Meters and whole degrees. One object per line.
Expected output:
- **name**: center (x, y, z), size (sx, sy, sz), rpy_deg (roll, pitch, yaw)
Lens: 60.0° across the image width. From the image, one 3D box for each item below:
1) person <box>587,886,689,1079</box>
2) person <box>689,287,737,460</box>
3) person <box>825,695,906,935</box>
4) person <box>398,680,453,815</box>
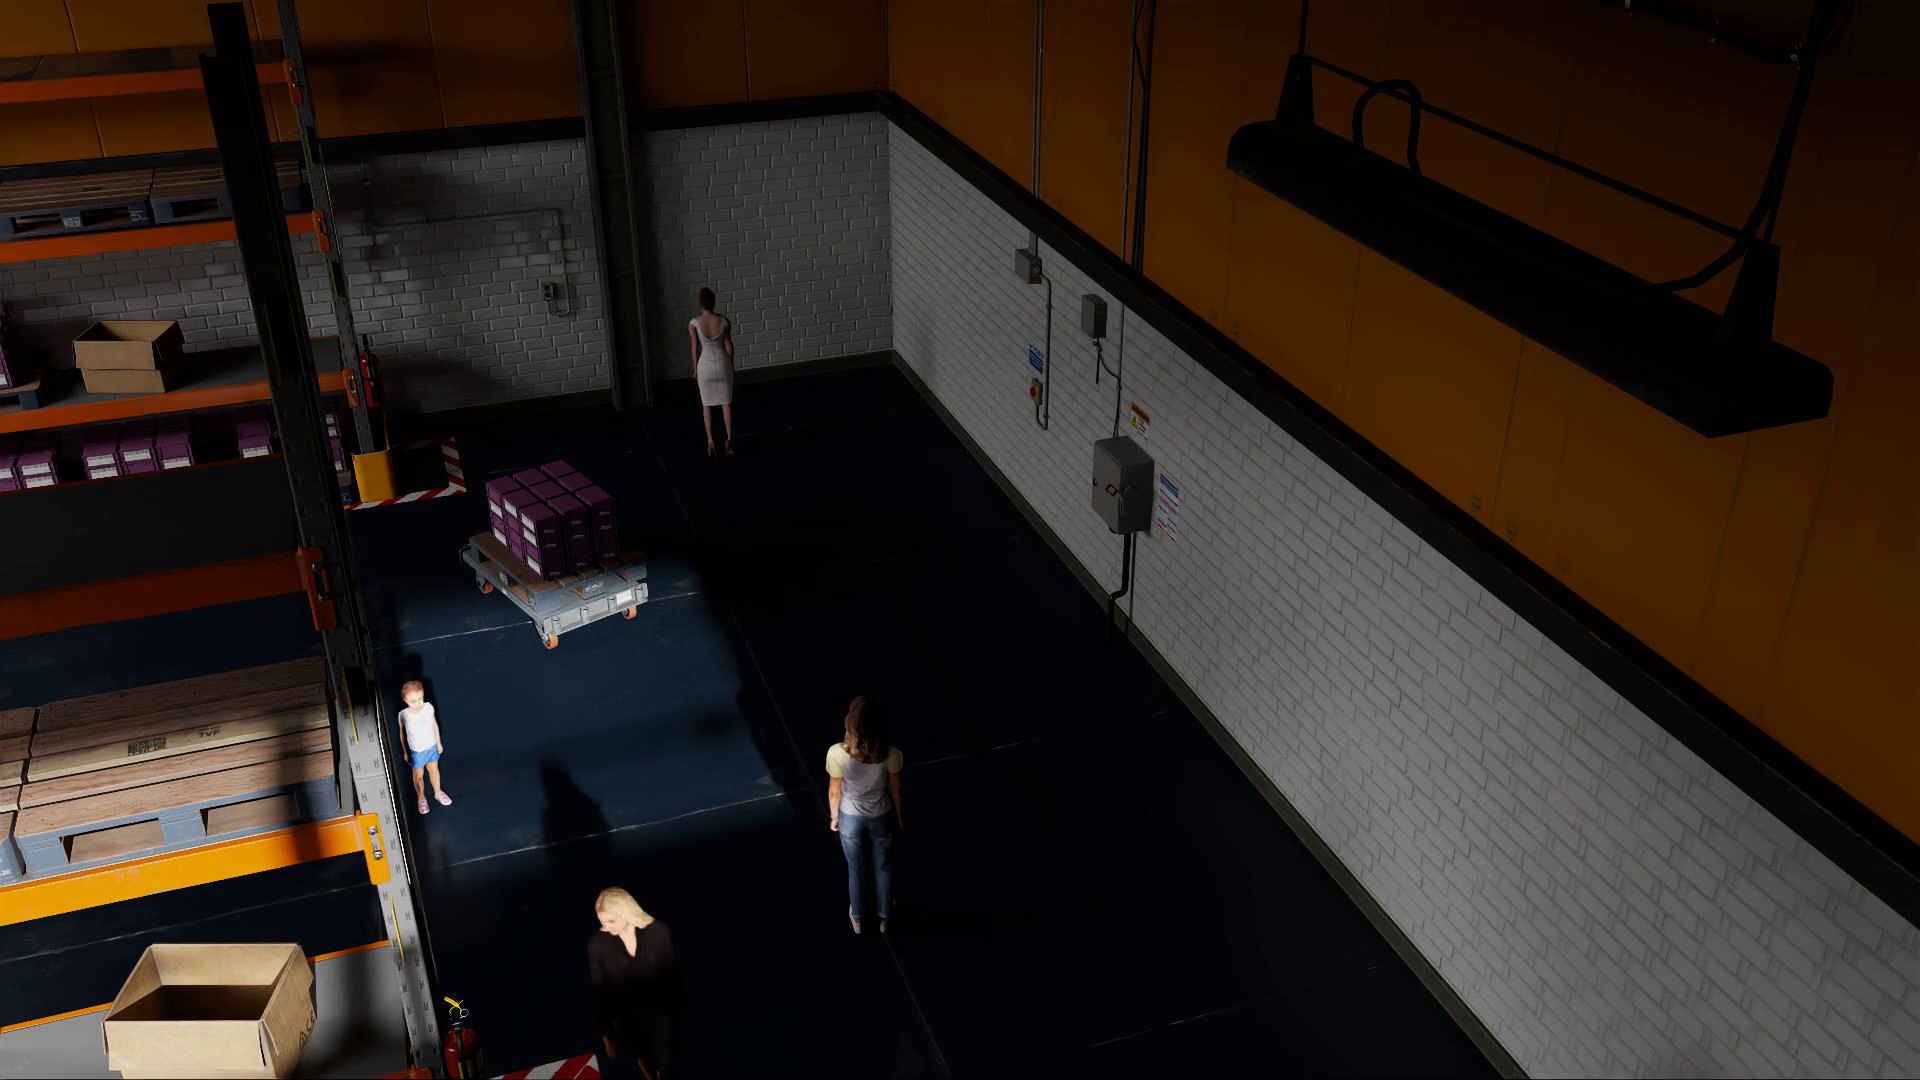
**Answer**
- **person**: center (-1.678, 2.462, 8.745), size (0.911, 1.797, 0.732), rpy_deg (-10, 30, -17)
- **person**: center (-2.406, -1.639, 16.267), size (0.480, 1.793, 0.666), rpy_deg (-4, 29, -6)
- **person**: center (-0.568, 1.700, 10.220), size (0.589, 1.722, 0.751), rpy_deg (-1, 29, -2)
- **person**: center (-3.721, 1.404, 11.494), size (0.428, 1.020, 0.523), rpy_deg (-20, 34, -32)
